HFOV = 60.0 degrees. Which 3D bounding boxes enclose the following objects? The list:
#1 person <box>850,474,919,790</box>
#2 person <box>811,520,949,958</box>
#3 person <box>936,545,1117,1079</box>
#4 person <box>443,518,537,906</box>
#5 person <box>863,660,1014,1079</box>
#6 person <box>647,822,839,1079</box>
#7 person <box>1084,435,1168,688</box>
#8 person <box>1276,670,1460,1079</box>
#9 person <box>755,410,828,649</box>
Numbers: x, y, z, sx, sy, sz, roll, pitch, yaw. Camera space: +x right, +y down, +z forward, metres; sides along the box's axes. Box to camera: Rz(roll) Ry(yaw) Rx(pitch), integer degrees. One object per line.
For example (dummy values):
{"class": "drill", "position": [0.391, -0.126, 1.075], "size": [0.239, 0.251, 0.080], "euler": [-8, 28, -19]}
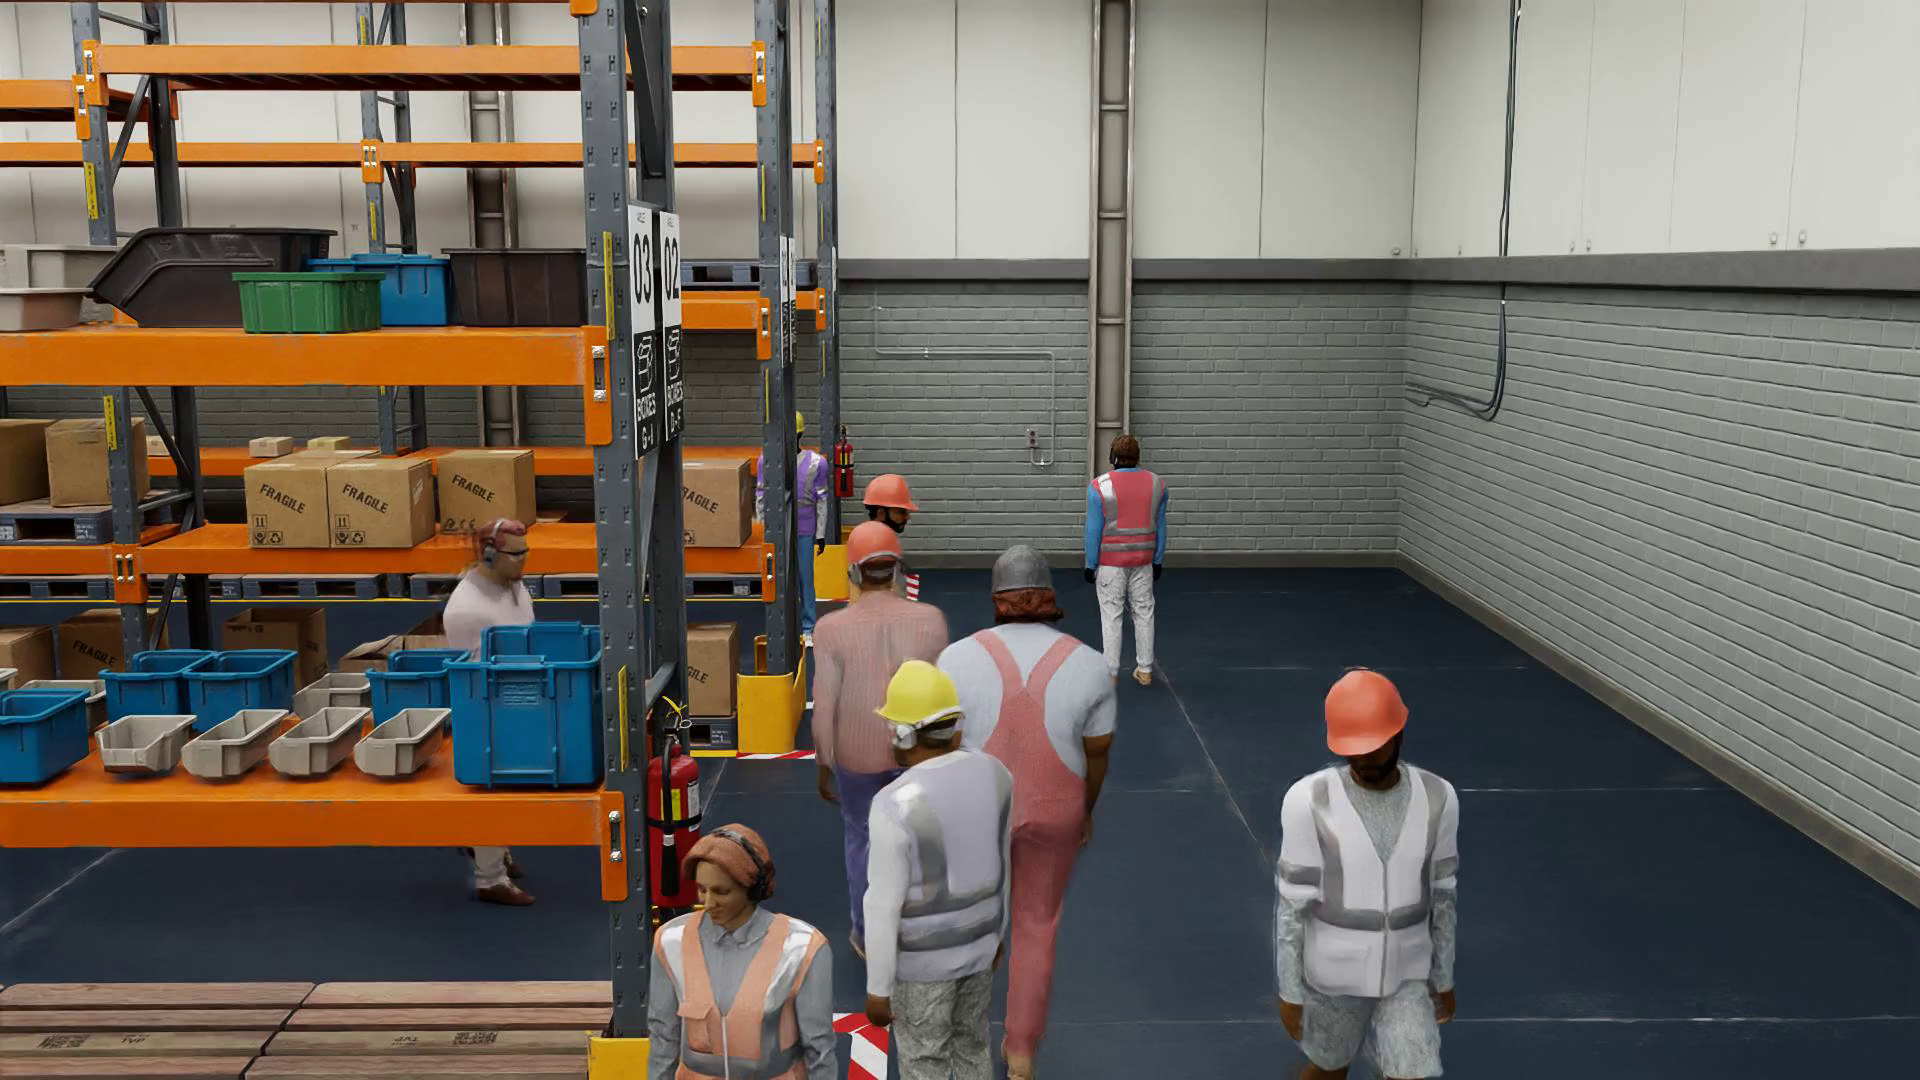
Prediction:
{"class": "person", "position": [-0.417, 0.603, 9.053], "size": [0.376, 1.934, 0.547], "euler": [-3, 10, -20]}
{"class": "person", "position": [-0.307, 0.907, 7.104], "size": [0.640, 1.966, 0.727], "euler": [-2, 10, -15]}
{"class": "person", "position": [0.230, 0.995, 6.321], "size": [0.705, 2.000, 0.628], "euler": [0, 9, -1]}
{"class": "person", "position": [-2.172, 0.822, 7.871], "size": [0.409, 1.885, 0.667], "euler": [2, 9, 10]}
{"class": "person", "position": [-0.076, 1.281, 5.249], "size": [0.412, 1.823, 0.615], "euler": [8, 12, 42]}
{"class": "person", "position": [-0.561, 1.522, 4.345], "size": [0.529, 1.631, 0.312], "euler": [2, 10, 15]}
{"class": "person", "position": [1.190, 0.153, 12.098], "size": [0.632, 1.842, 0.429], "euler": [-3, 10, -18]}
{"class": "person", "position": [1.229, 1.278, 5.120], "size": [0.580, 1.889, 0.954], "euler": [-1, 9, -5]}
{"class": "person", "position": [-1.348, -0.090, 13.318], "size": [0.587, 1.928, 0.362], "euler": [1, 9, 4]}
